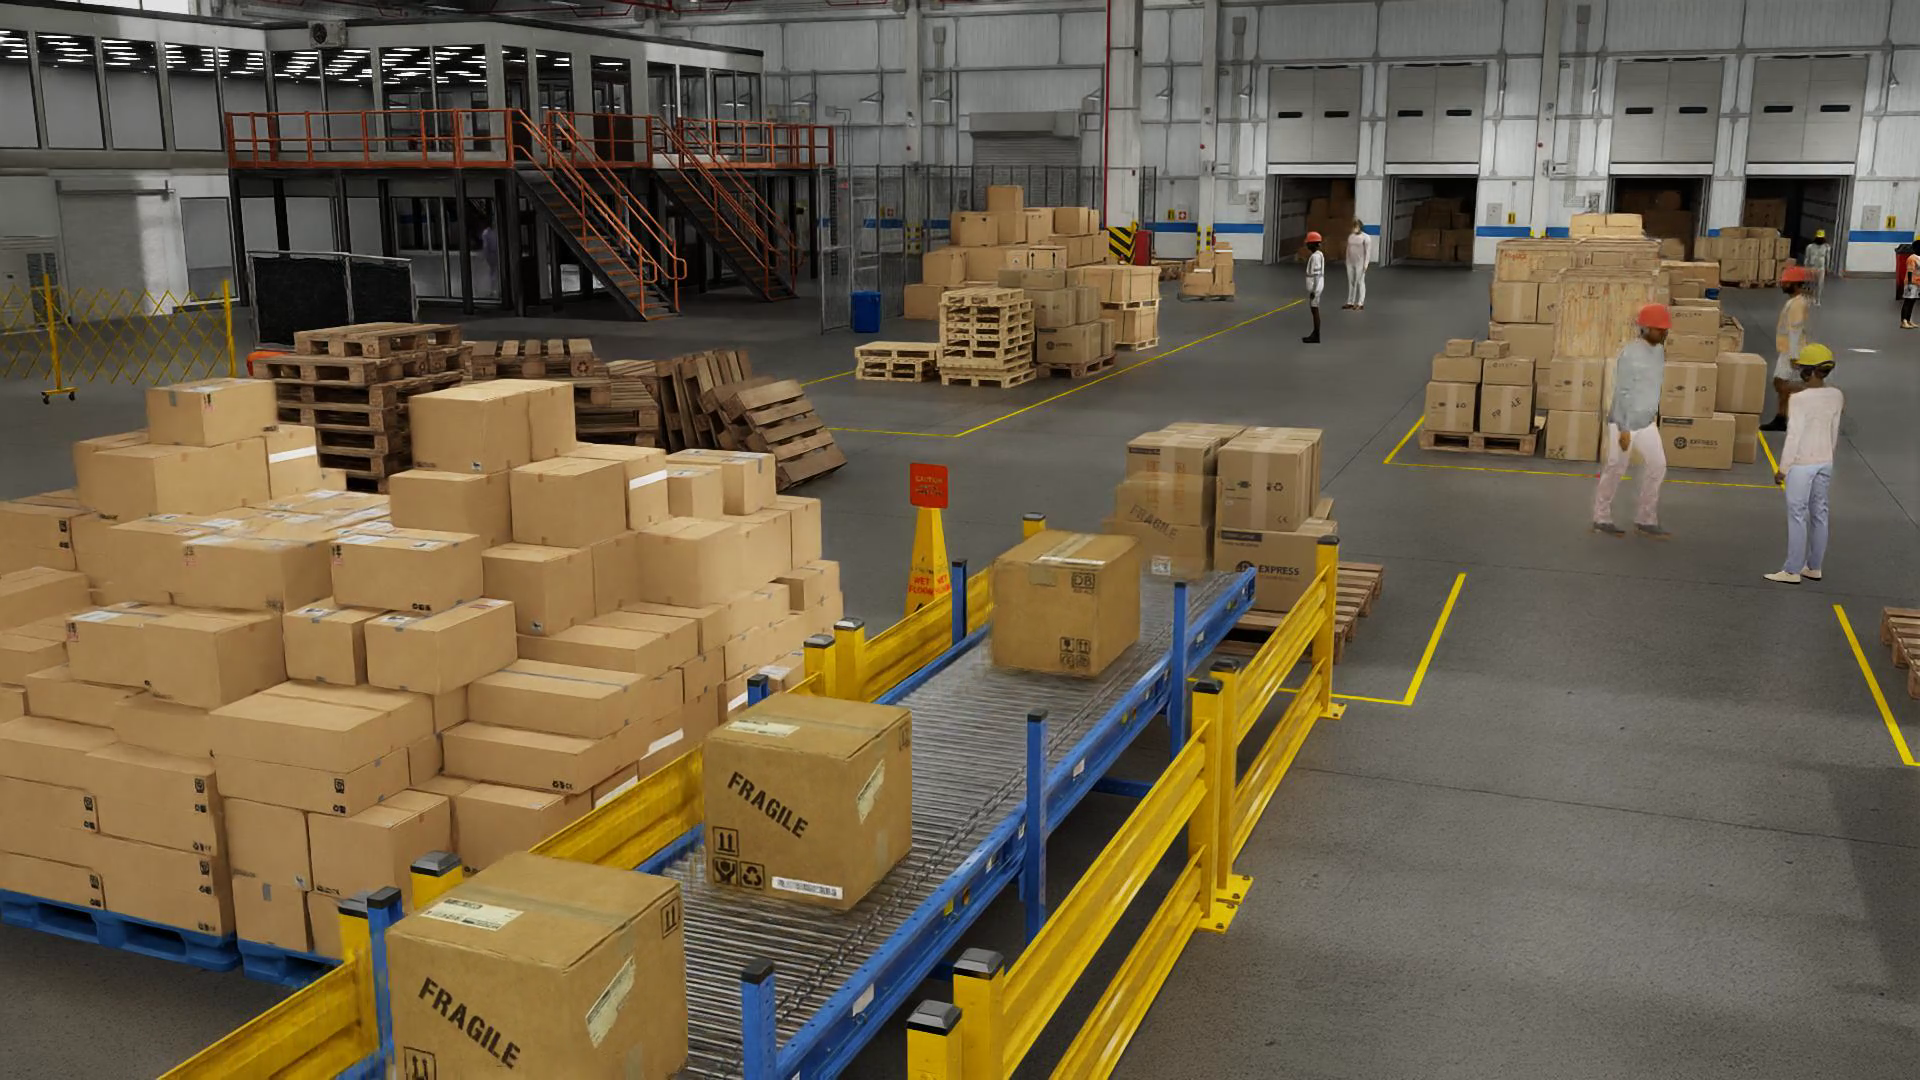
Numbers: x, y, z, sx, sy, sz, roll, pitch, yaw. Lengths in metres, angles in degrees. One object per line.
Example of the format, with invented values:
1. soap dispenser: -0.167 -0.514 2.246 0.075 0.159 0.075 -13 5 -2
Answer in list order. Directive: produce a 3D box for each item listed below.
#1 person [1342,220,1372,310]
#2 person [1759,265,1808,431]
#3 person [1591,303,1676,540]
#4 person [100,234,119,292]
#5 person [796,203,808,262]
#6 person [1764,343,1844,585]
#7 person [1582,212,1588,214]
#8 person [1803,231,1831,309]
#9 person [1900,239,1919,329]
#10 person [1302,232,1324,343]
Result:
1. person: 8.595 -5.949 36.010 0.372 1.937 0.627 -9 15 -34
2. person: 9.609 -2.186 19.141 0.542 1.926 0.543 5 14 22
3. person: 5.544 -0.951 13.539 0.634 1.953 0.773 -9 15 -35
4. person: -20.730 -6.795 40.529 0.498 1.602 0.769 2 13 8
5. person: -5.221 -10.107 54.693 0.417 1.915 0.609 3 13 11
6. person: 6.196 -0.554 12.190 0.524 1.769 0.314 -6 14 -25
7. person: 15.754 -7.323 42.143 0.395 1.945 0.618 9 15 35
8. person: 18.601 -5.860 36.153 0.504 1.698 0.901 7 14 28
9. person: 18.226 -4.887 31.779 0.535 1.700 0.318 -11 17 -40
10. person: 6.183 -4.418 29.137 0.378 1.936 0.548 3 13 13
